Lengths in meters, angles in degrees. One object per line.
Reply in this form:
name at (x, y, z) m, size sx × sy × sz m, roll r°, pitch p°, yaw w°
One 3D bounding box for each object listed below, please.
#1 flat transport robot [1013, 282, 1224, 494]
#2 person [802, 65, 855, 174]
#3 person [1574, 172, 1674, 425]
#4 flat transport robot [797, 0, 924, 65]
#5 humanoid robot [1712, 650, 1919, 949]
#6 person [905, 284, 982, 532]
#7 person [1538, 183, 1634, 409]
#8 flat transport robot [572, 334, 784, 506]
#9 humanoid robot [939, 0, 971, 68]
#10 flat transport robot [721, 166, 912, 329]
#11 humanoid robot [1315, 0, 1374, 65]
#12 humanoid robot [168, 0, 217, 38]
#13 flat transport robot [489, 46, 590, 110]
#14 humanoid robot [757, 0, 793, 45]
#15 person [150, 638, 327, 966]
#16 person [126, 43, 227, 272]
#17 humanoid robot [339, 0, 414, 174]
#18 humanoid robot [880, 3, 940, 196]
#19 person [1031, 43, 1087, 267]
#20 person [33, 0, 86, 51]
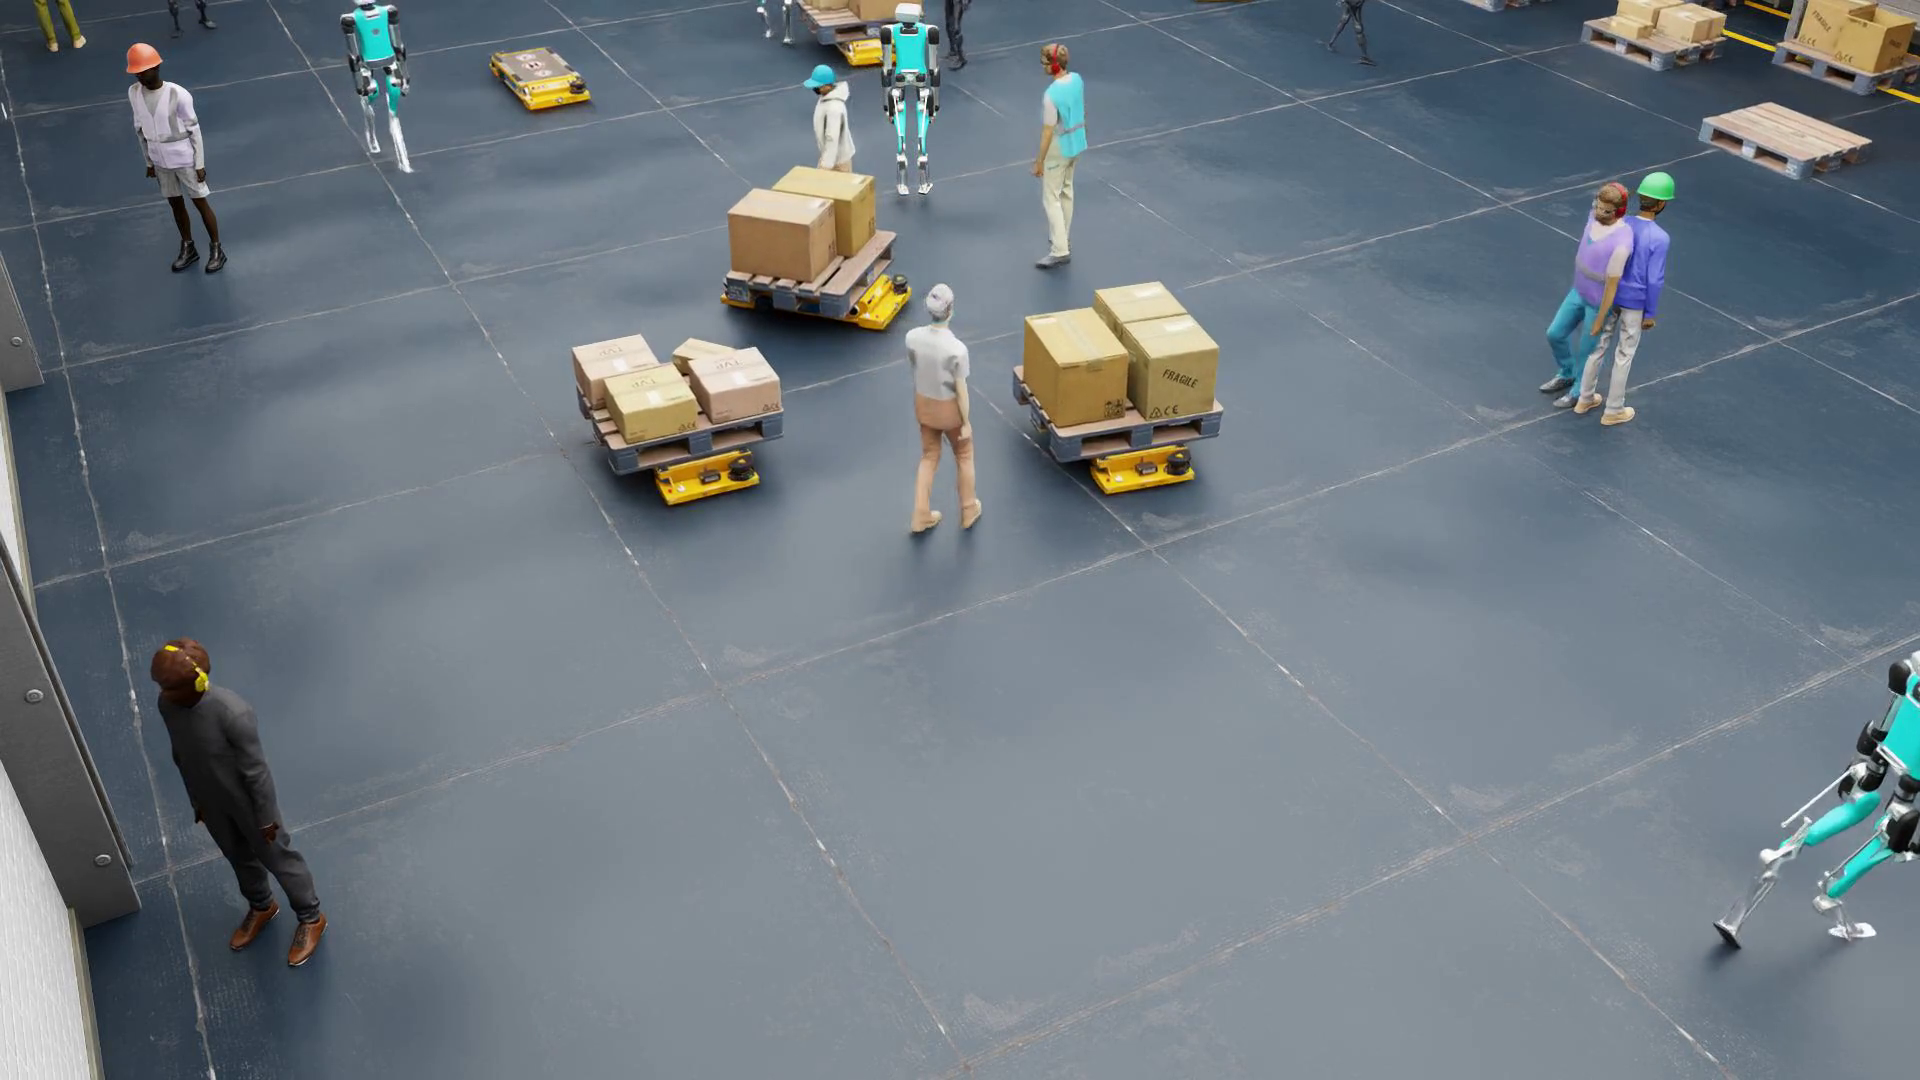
flat transport robot at (1.090, -0.808, 11.870) m, size 0.659 × 0.231 × 1.431 m, roll -10°, pitch 36°, yaw -14°
person at (-1.169, -3.240, 14.144) m, size 0.852 × 1.629 × 0.502 m, roll -9°, pitch 36°, yaw -13°
person at (4.722, -1.697, 11.750) m, size 0.358 × 1.867 × 0.459 m, roll -23°, pitch 41°, yaw -29°
flat transport robot at (-1.120, -5.728, 18.893) m, size 0.659 × 0.231 × 1.431 m, roll -12°, pitch 37°, yaw -16°
humanoid robot at (3.999, 1.284, 7.631) m, size 0.996 × 1.778 × 0.534 m, roll -8°, pitch 36°, yaw -11°
person at (-0.130, -0.827, 10.628) m, size 0.480 × 1.717 × 0.559 m, roll 19°, pitch 39°, yaw 25°
person at (4.498, -1.705, 11.811) m, size 0.453 × 1.808 × 0.598 m, roll -7°, pitch 36°, yaw -10°
flat transport robot at (-1.964, -0.734, 11.764) m, size 0.659 × 0.231 × 1.431 m, roll -15°, pitch 38°, yaw -20°
humanoid robot at (-0.057, -6.014, 18.078) m, size 0.334 × 1.640 × 0.601 m, roll -23°, pitch 41°, yaw -30°
flat transport robot at (-1.179, -2.045, 13.636) m, size 1.431 × 0.231 × 0.659 m, roll 11°, pitch 37°, yaw 15°
humanoid robot at (4.273, -6.047, 18.151) m, size 0.739 × 1.632 × 0.599 m, roll 18°, pitch 39°, yaw 24°
humanoid robot at (-8.929, -6.599, 18.907) m, size 0.600 × 1.642 × 0.395 m, roll -20°, pitch 40°, yaw -26°
flat transport robot at (-4.513, -4.953, 17.788) m, size 0.659 × 0.231 × 1.431 m, roll -18°, pitch 39°, yaw -24°
humanoid robot at (-2.127, -6.401, 18.600) m, size 0.568 × 1.791 × 0.790 m, roll -1°, pitch 35°, yaw -2°
person at (-3.326, 1.191, 7.630) m, size 0.489 × 1.866 × 0.353 m, roll 11°, pitch 37°, yaw 16°
person at (-6.510, -3.148, 13.758) m, size 0.545 × 1.937 × 0.357 m, roll 5°, pitch 35°, yaw 7°
humanoid robot at (-5.582, -4.412, 15.748) m, size 0.546 × 1.768 × 0.946 m, roll -23°, pitch 41°, yaw -29°
humanoid robot at (-0.446, -3.860, 14.831) m, size 0.533 × 1.677 × 0.735 m, roll 1°, pitch 35°, yaw 1°
person at (0.881, -3.264, 14.007) m, size 0.430 × 1.845 × 0.789 m, roll 19°, pitch 39°, yaw 25°
person at (-10.205, -6.360, 18.430) m, size 0.537 × 1.835 × 0.346 m, roll -15°, pitch 38°, yaw -20°
